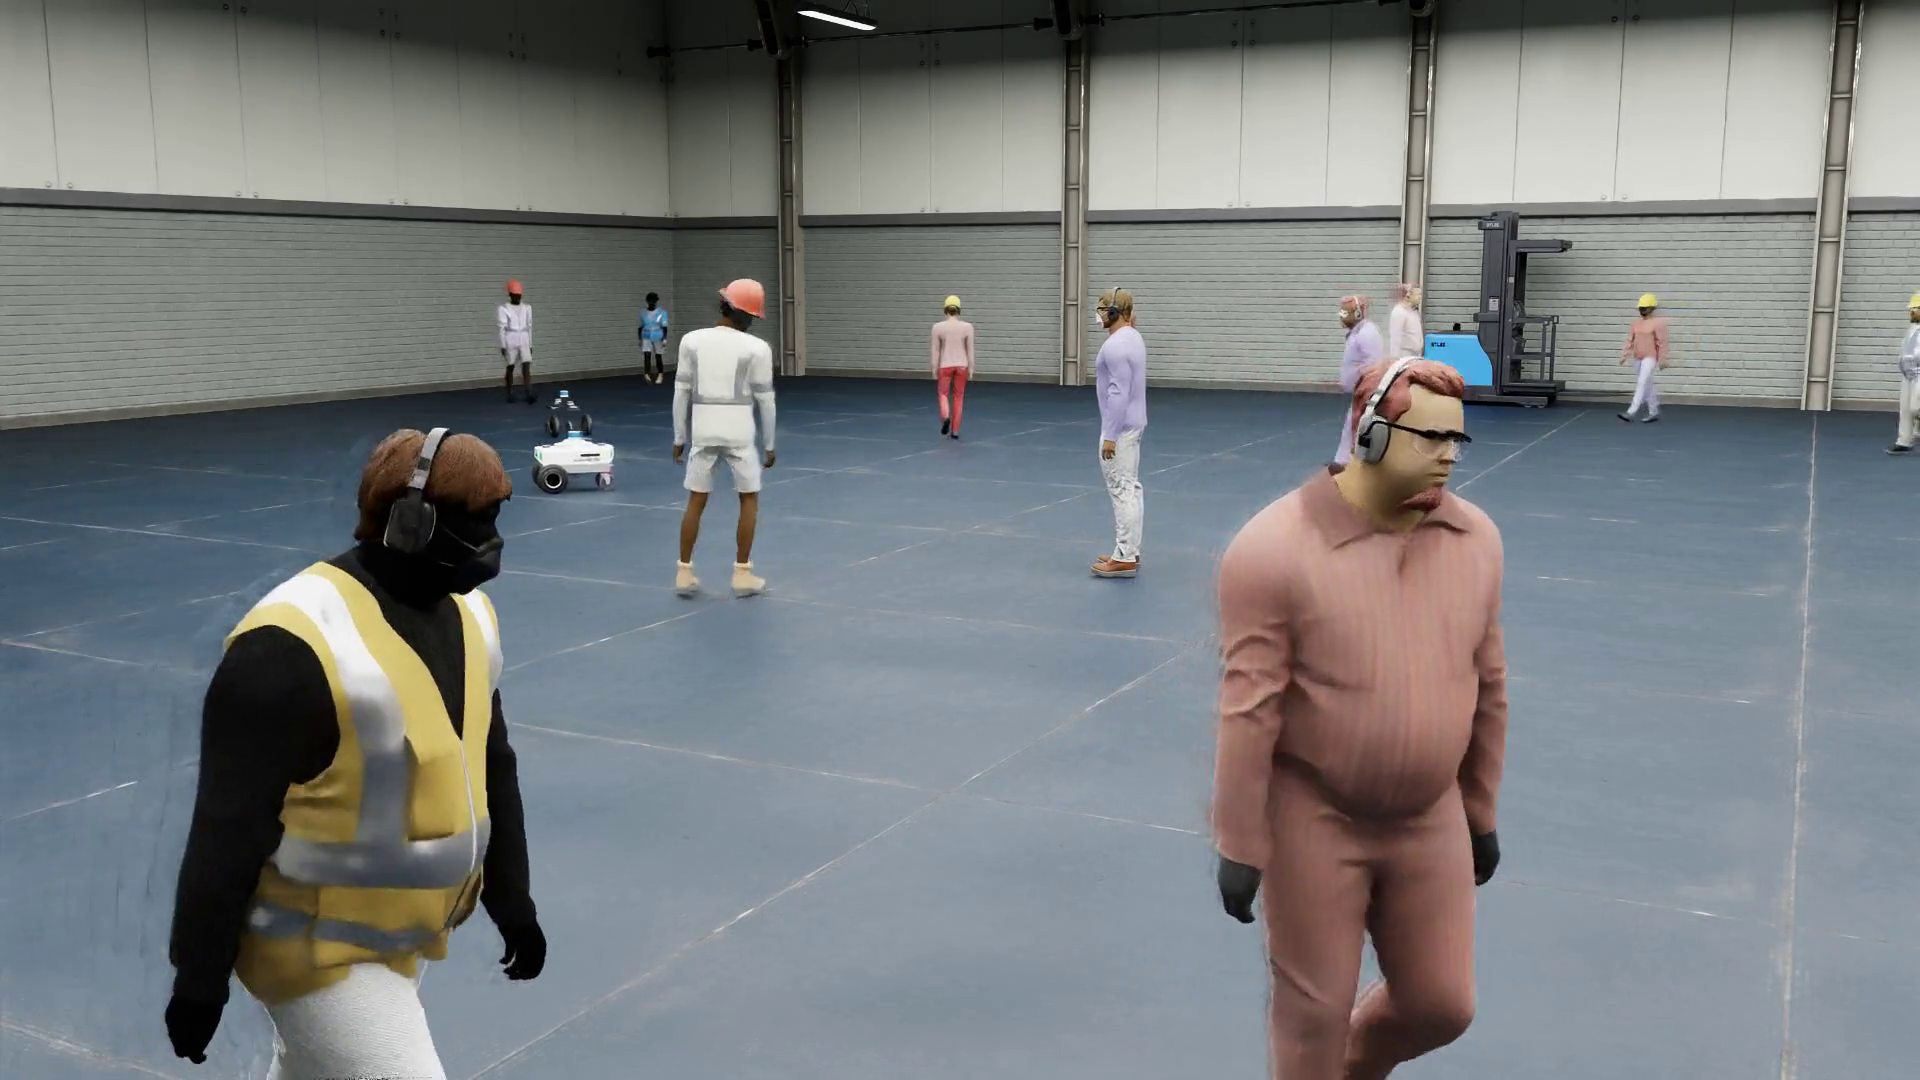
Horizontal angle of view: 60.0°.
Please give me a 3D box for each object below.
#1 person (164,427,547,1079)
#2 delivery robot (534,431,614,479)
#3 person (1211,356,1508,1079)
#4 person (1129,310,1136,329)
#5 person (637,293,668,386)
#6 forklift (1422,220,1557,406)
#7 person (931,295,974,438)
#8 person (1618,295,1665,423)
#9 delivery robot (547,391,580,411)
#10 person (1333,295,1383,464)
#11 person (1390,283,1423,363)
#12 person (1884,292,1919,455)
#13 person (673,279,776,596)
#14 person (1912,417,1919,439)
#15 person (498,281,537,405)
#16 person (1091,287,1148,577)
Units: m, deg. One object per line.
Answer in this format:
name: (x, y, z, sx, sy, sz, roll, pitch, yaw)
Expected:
person: (-0.999, 0.698, 2.919, 0.889, 1.777, 0.636, 1, 9, 9)
delivery robot: (-3.626, -0.780, 15.641, 0.707, 0.478, 0.477, -3, 10, -21)
person: (0.817, 0.560, 3.447, 0.680, 1.886, 0.479, -2, 10, -15)
person: (2.761, -3.344, 28.276, 0.510, 1.640, 0.308, -5, 11, -30)
person: (-5.512, -3.602, 29.820, 0.565, 1.645, 0.897, -1, 9, -4)
forklift: (8.245, -3.527, 25.720, 1.873, 2.768, 1.129, 5, 10, 27)
person: (-0.085, -2.120, 20.382, 0.531, 1.754, 0.431, -1, 9, -4)
person: (9.187, -2.431, 22.413, 0.920, 1.718, 0.527, -4, 10, -24)
delivery robot: (-4.970, -1.761, 20.893, 0.335, 0.223, 0.698, -5, 11, -30)
person: (3.705, -1.304, 15.144, 1.066, 1.833, 0.701, 1, 9, 7)
person: (5.635, -2.280, 20.959, 0.460, 1.891, 0.654, 4, 10, 25)
person: (10.713, -1.847, 18.490, 0.611, 1.818, 0.607, 0, 9, 3)
person: (-1.493, -0.638, 10.492, 0.680, 1.990, 0.411, 2, 9, 12)
person: (11.918, -2.017, 20.056, 0.544, 1.656, 0.837, -6, 11, -31)
person: (-6.828, -3.033, 25.615, 0.569, 1.880, 1.016, -6, 11, -33)
person: (1.075, -0.729, 11.226, 0.366, 1.938, 0.630, 3, 10, 17)
